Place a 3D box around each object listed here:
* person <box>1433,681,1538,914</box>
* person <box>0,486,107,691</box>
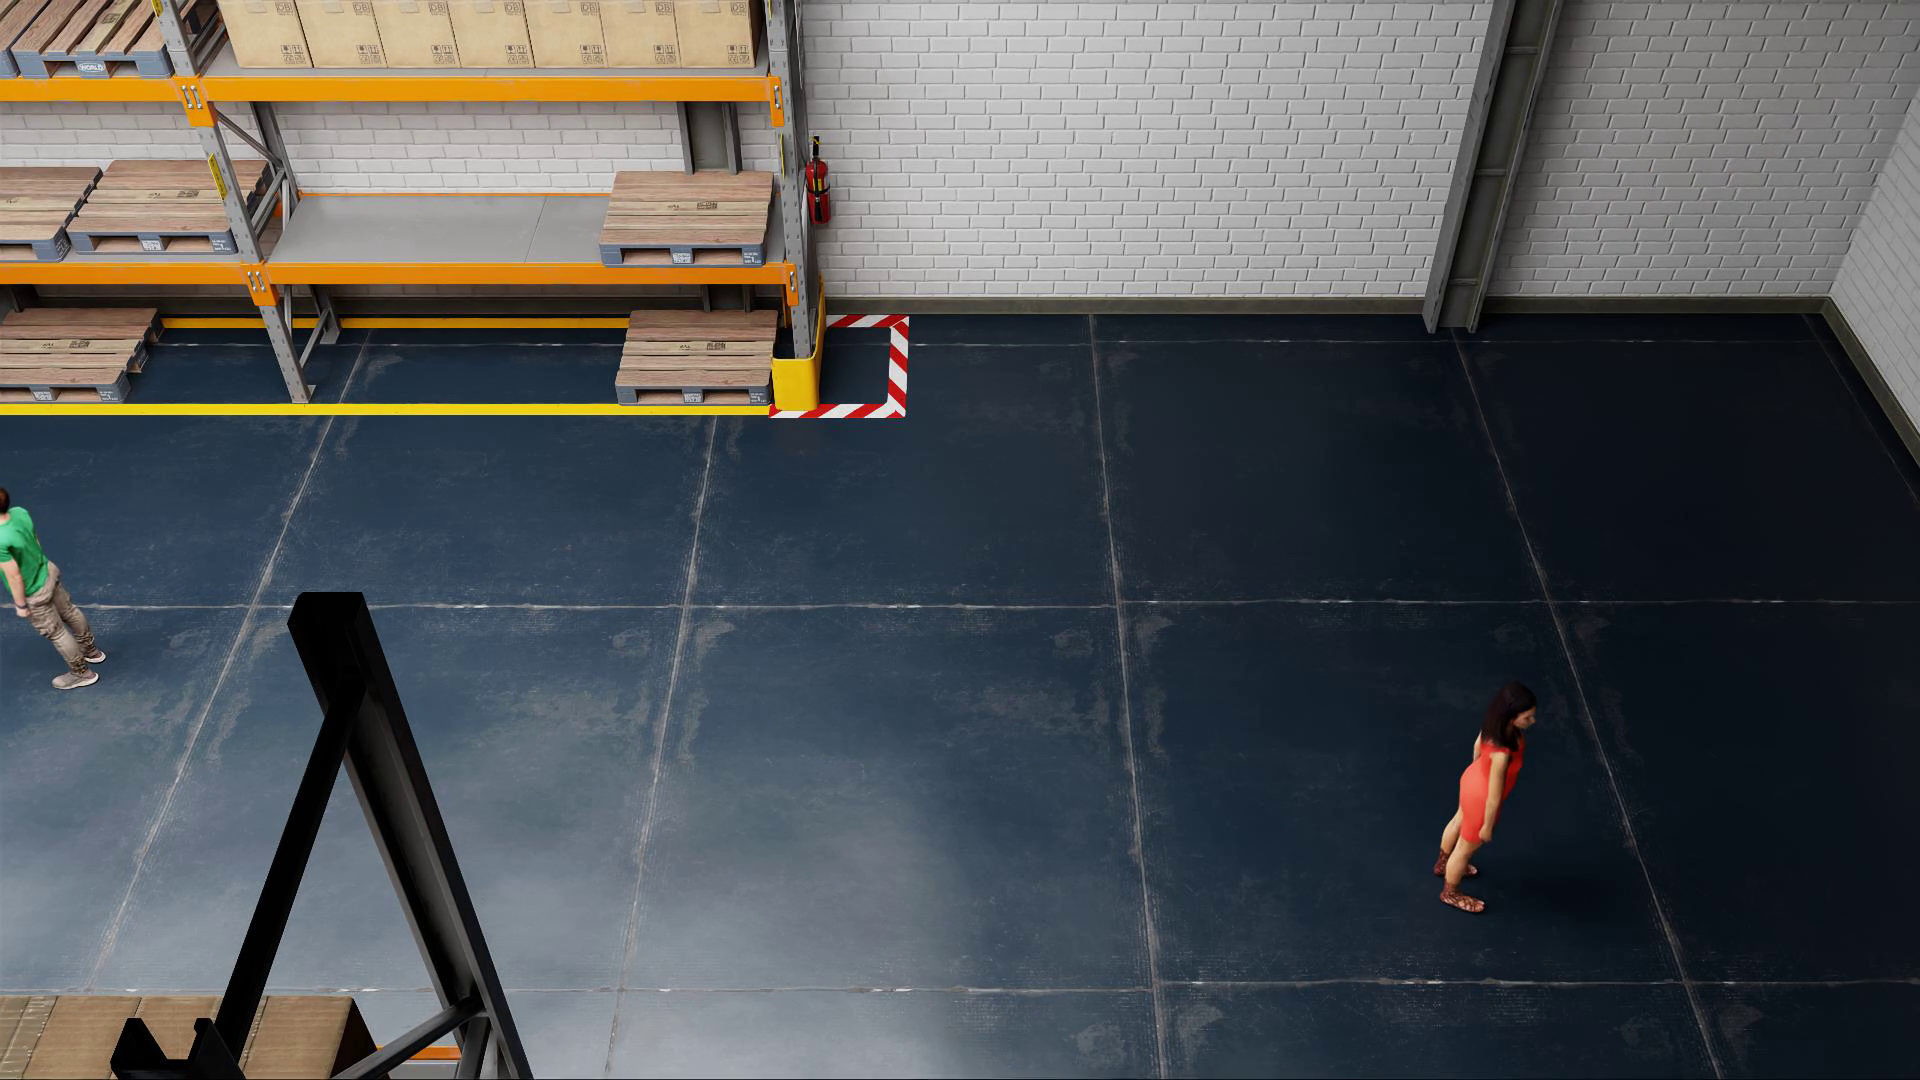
[{"bbox_3d":[2.908,1.419,9.263,0.562,1.718,0.602,5,44,6],"label":"person"},{"bbox_3d":[-5.832,0.272,10.515,0.528,1.651,0.582,-2,44,-3],"label":"person"}]
